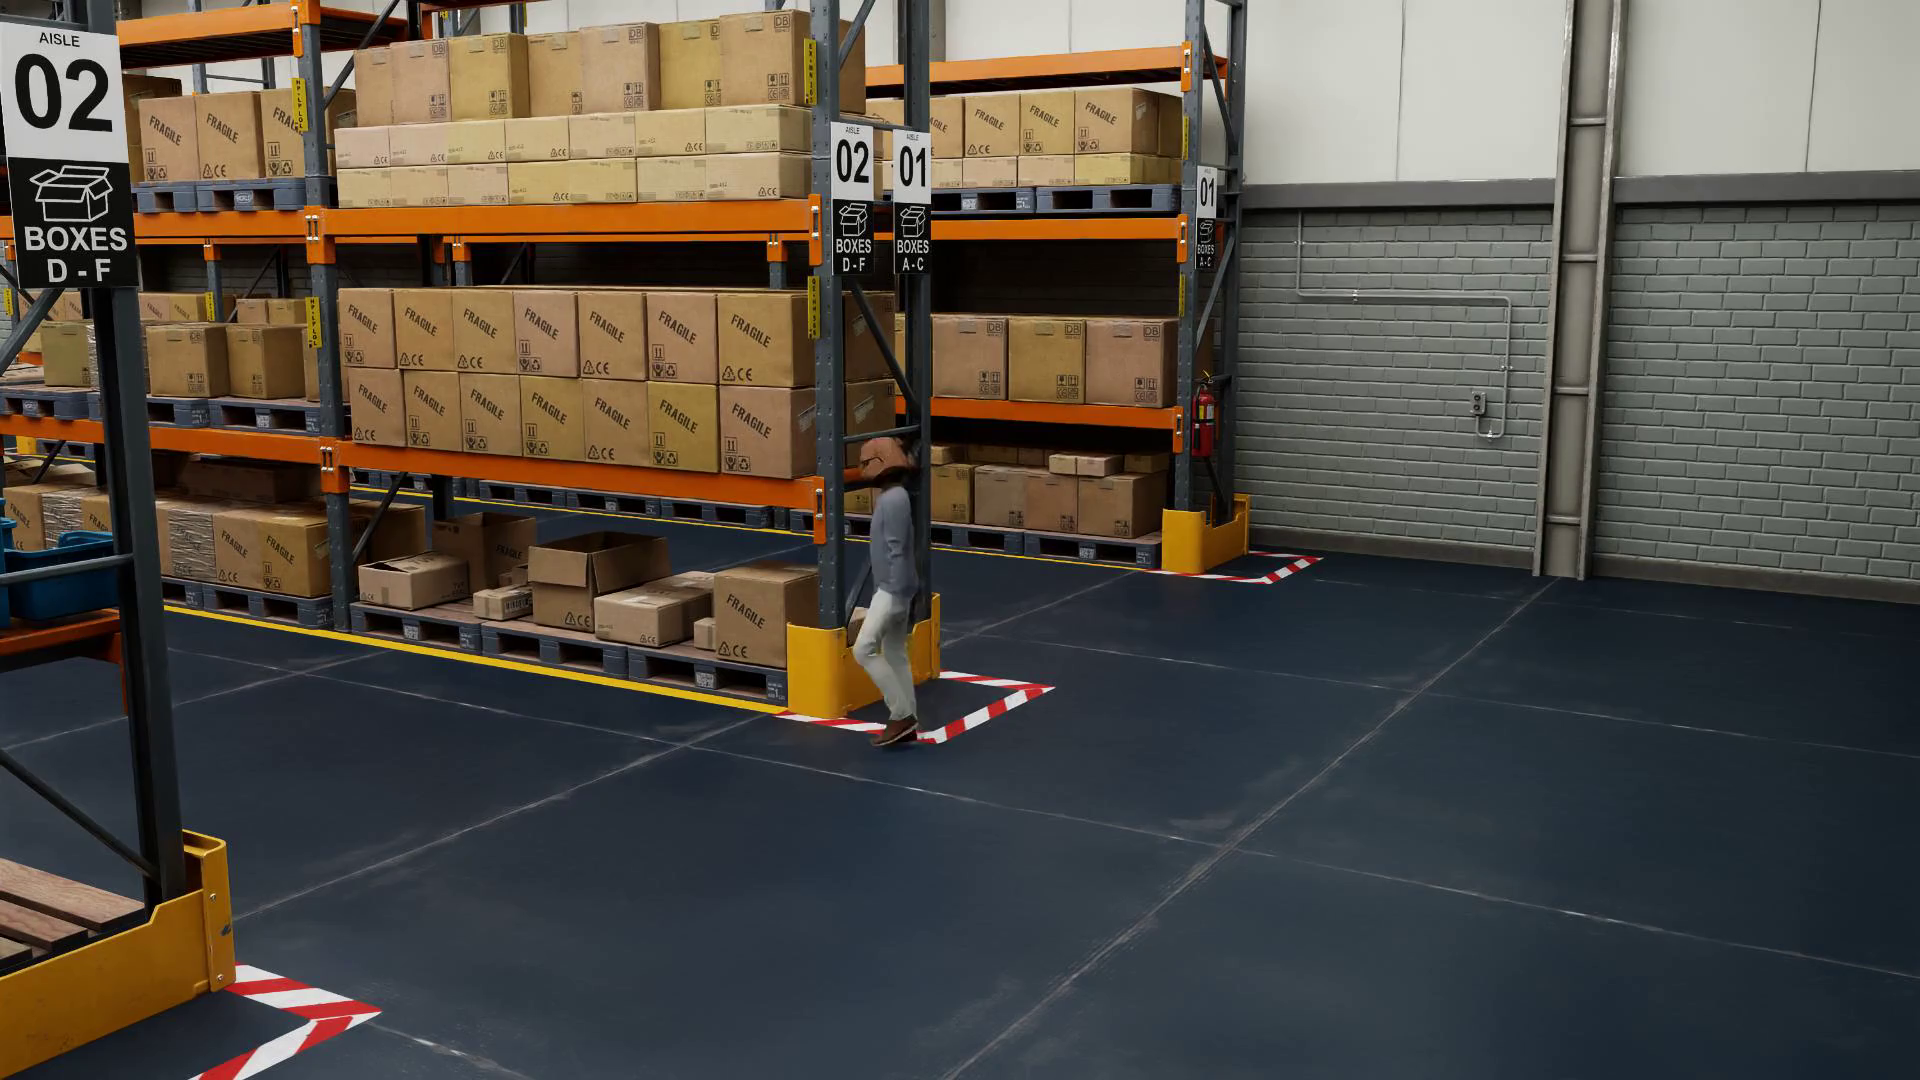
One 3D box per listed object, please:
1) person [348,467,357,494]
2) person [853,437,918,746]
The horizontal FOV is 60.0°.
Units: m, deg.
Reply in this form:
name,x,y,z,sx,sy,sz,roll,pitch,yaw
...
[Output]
name,x,y,z,sx,sy,sz,roll,pitch,yaw
person,-5.238,-0.786,13.756,0.361,1.964,0.616,9,13,42
person,-0.379,0.278,8.556,0.372,1.607,0.529,-1,10,-4
